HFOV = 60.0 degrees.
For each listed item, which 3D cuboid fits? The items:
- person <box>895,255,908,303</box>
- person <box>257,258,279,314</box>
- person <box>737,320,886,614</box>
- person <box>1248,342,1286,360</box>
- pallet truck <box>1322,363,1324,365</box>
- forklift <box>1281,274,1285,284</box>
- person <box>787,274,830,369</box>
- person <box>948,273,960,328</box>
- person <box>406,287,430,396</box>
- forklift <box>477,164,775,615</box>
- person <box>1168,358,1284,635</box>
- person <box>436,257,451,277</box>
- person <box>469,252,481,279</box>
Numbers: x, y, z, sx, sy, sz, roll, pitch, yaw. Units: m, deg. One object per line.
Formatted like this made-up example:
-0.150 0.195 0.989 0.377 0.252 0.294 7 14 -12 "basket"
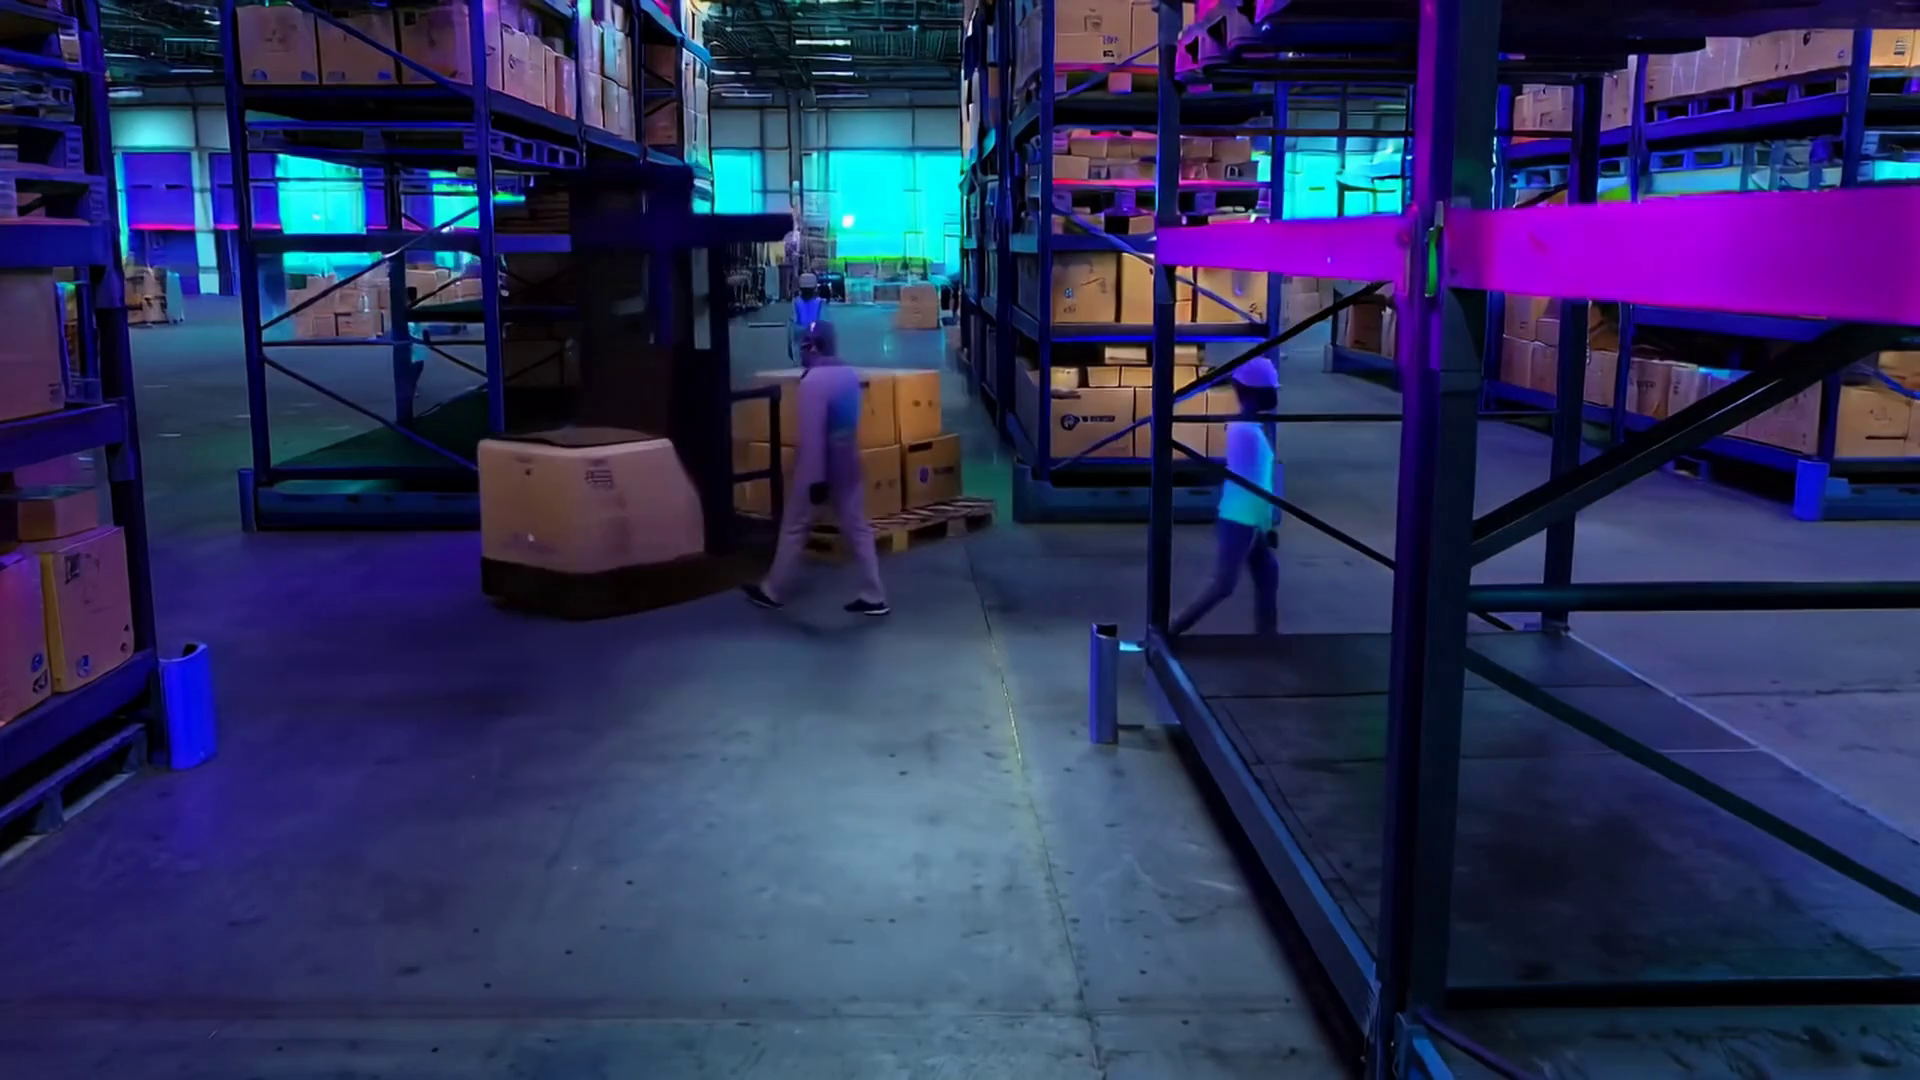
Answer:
-2.188 -10.104 64.295 0.886 1.854 0.581 -9 14 -42 "person"
-22.742 -8.277 54.192 0.990 1.831 0.533 -3 11 -17 "person"
-0.914 -0.449 10.482 1.012 1.853 0.654 5 11 24 "person"
5.932 -4.412 32.493 0.822 1.883 0.650 -1 10 -6 "person"
7.712 -4.157 30.737 1.885 1.965 0.823 3 11 16 "pallet truck"
12.269 -10.158 61.708 1.129 2.768 1.873 0 10 -2 "forklift"
-2.091 -2.692 22.861 0.574 1.888 0.961 0 10 1 "person"
-0.099 -4.688 34.535 0.320 1.697 0.532 0 10 -2 "person"
-8.282 -2.980 25.091 0.537 1.676 0.704 0 10 0 "person"
-2.172 -1.056 11.003 1.129 2.768 1.873 7 13 36 "forklift"
1.475 -0.126 9.017 0.856 1.734 0.516 1 10 5 "person"
-18.590 -9.280 59.839 0.940 1.807 0.634 4 11 20 "person"
-17.653 -9.567 60.972 0.938 1.955 0.653 5 11 25 "person"
